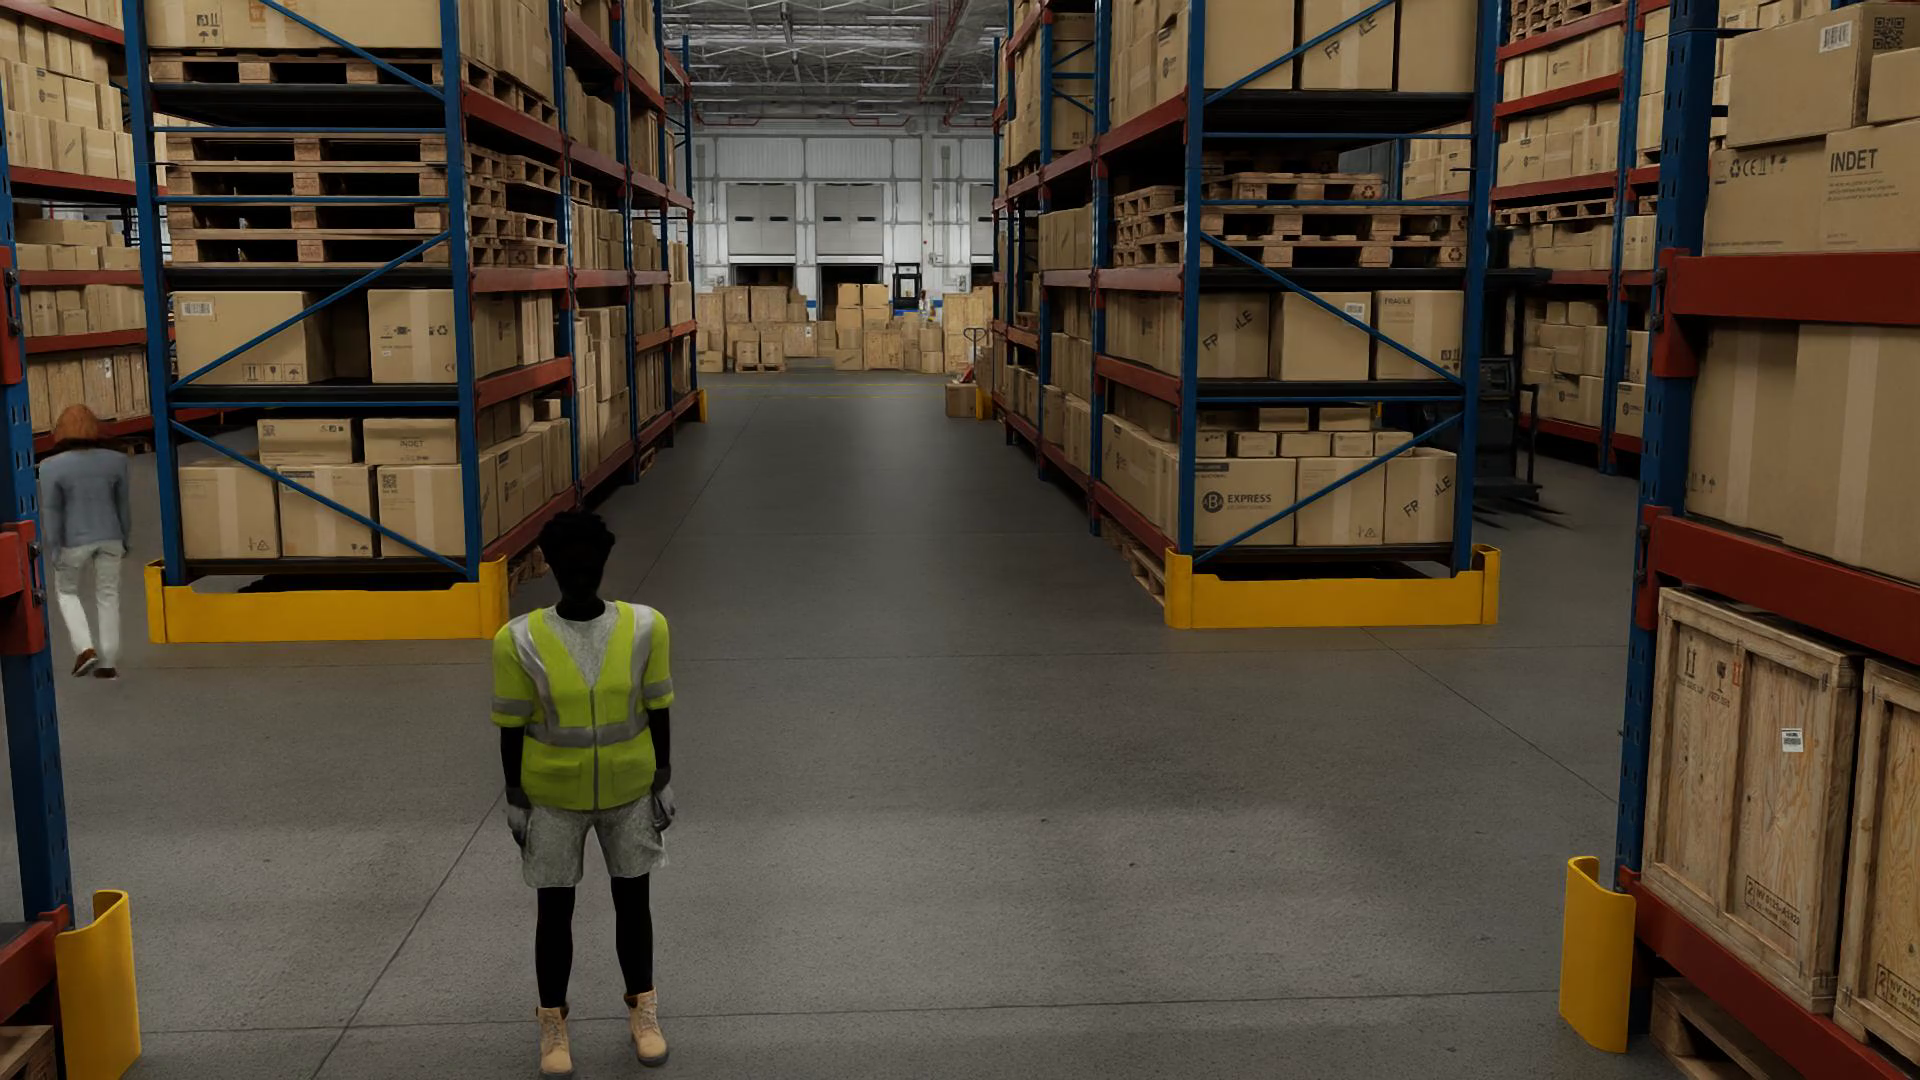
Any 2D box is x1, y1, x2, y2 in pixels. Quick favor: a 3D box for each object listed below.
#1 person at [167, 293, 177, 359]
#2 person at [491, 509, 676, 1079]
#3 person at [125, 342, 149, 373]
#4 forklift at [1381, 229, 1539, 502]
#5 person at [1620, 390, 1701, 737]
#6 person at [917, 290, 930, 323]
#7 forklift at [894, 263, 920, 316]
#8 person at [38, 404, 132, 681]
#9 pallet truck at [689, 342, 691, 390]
[{"bbox_3d":[-22.185,-5.992,46.425,0.352,1.929,0.594,1,9,7],"label":"person"},{"bbox_3d":[-1.096,0.743,4.900,0.530,1.690,0.319,-3,10,-20],"label":"person"},{"bbox_3d":[-17.726,-4.327,35.859,0.606,1.967,0.367,1,9,4],"label":"person"},{"bbox_3d":[5.215,-1.850,17.444,1.129,2.768,1.873,-1,9,-4],"label":"forklift"},{"bbox_3d":[3.774,0.113,8.241,0.765,1.880,0.651,0,9,1],"label":"person"},{"bbox_3d":[-1.265,-7.584,56.620,0.448,1.867,0.600,-6,11,-33],"label":"person"},{"bbox_3d":[-1.945,-8.926,61.875,1.129,2.768,1.873,-1,9,-4],"label":"forklift"},{"bbox_3d":[-5.054,0.021,9.641,0.507,1.622,0.347,-9,13,-44],"label":"person"},{"bbox_3d":[-5.225,-3.008,27.480,1.885,1.965,0.823,2,9,14],"label":"pallet truck"}]
